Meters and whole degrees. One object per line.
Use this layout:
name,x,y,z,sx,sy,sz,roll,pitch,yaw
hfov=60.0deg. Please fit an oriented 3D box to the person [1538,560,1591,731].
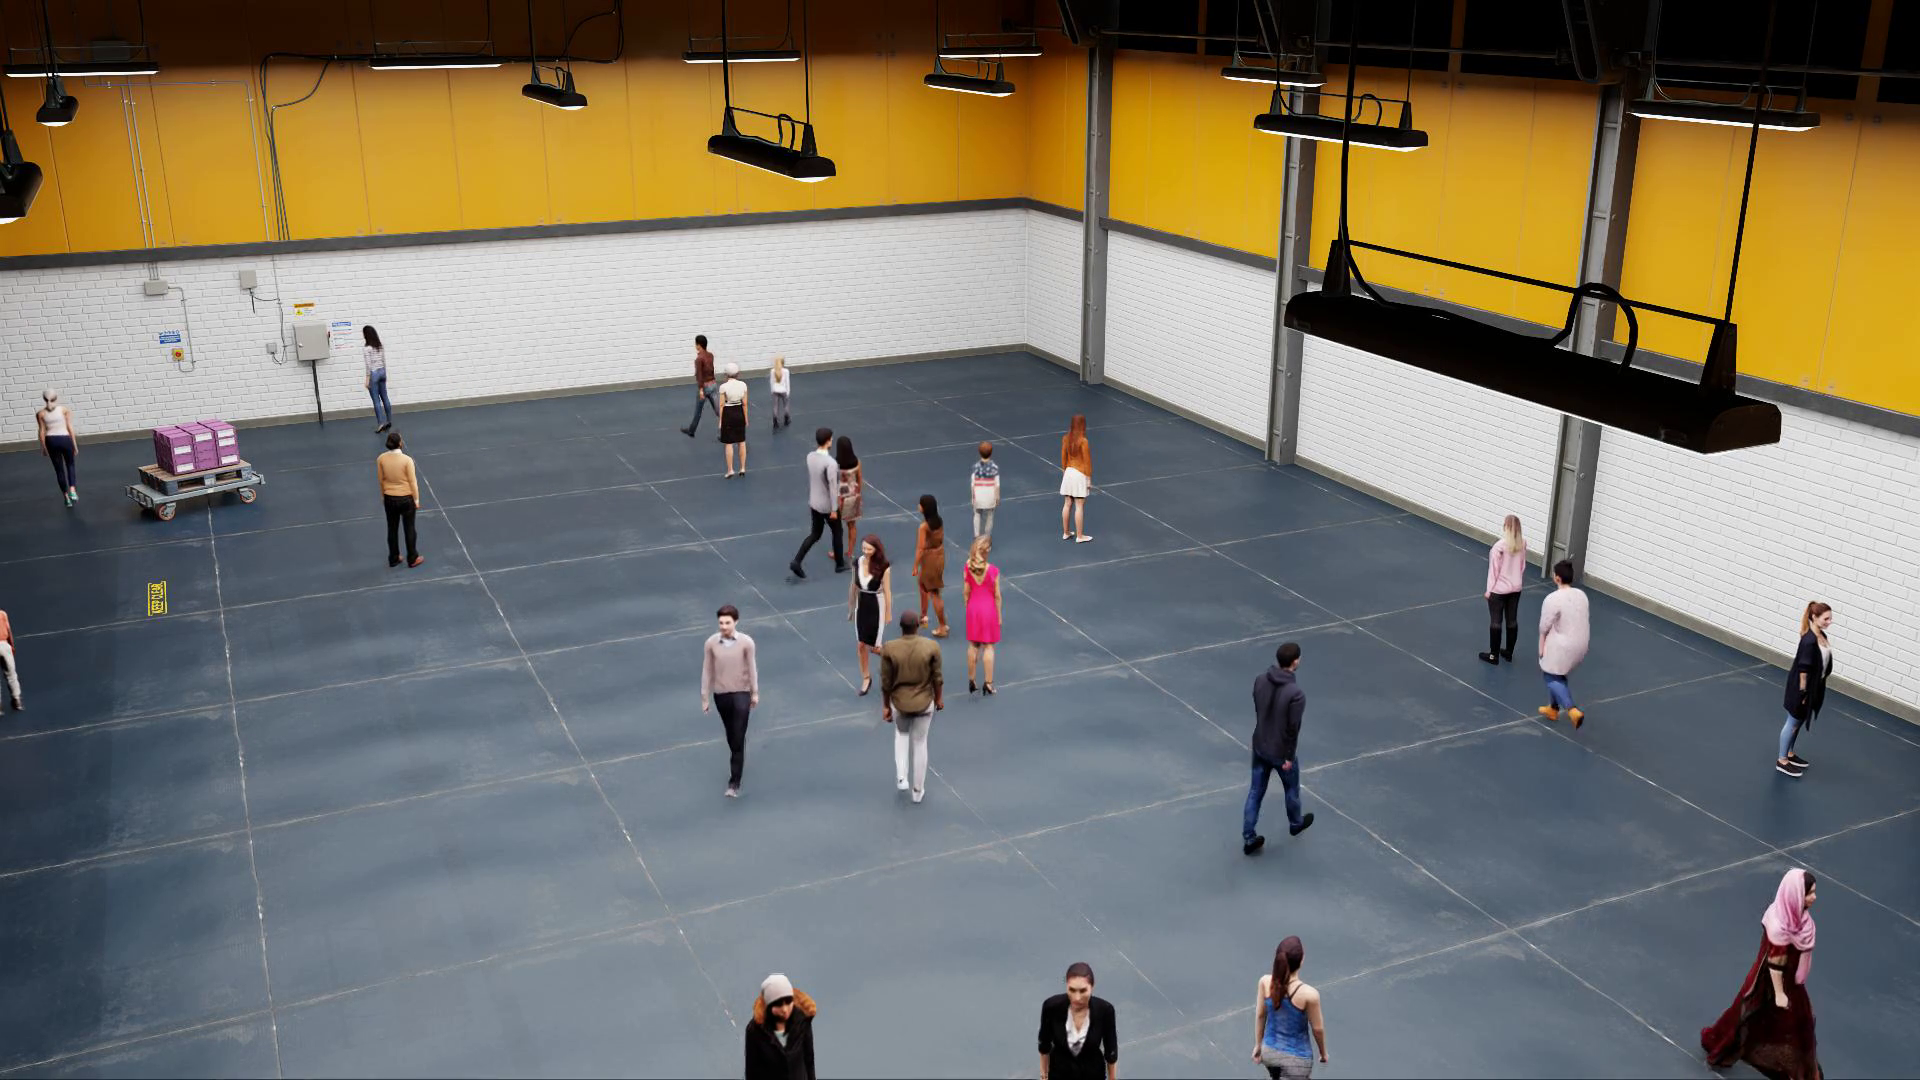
person,6.026,1.085,16.423,0.735,1.705,0.998,-6,20,-17

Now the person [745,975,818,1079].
person,-1.104,3.290,10.000,0.648,1.625,0.624,-6,20,-18

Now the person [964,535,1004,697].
person,0.225,0.775,17.308,0.649,1.728,0.729,10,21,26

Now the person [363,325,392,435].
person,-9.603,-2.648,27.367,0.709,1.794,0.675,9,21,25

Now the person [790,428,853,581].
person,-1.773,-0.433,20.605,1.064,1.913,1.240,-17,25,-41

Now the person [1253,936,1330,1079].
person,1.982,3.232,10.252,1.077,1.574,0.925,15,24,38

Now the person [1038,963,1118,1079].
person,0.710,3.260,10.053,0.768,1.649,0.816,1,19,2

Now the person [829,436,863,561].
person,-1.443,-0.534,21.327,0.667,1.643,0.575,-8,20,-22

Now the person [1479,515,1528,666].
person,5.942,0.528,18.105,0.610,1.687,0.557,-6,20,-19

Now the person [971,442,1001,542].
person,0.330,-0.569,21.773,0.651,1.424,0.717,2,19,7

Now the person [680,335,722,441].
person,-3.986,-2.386,26.708,1.271,1.718,1.123,11,21,29

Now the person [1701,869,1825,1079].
person,5.373,2.926,11.125,0.779,1.597,1.119,-13,23,-34

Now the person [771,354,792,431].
person,-3.002,-2.427,27.551,0.801,1.258,0.956,3,19,8

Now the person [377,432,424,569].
person,-7.113,-0.512,21.086,0.754,1.755,0.772,3,19,7

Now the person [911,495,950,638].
person,-0.232,0.314,18.771,0.867,1.668,0.798,8,20,23

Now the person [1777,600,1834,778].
person,7.923,1.373,15.602,0.688,1.684,0.706,17,25,41

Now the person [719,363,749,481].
person,-3.386,-1.779,24.858,0.625,1.749,0.555,-11,22,-30

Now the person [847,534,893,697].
person,-0.883,0.755,17.276,0.828,1.785,0.882,11,21,29

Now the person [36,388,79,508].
person,-12.714,-1.287,23.491,0.635,1.690,0.683,-10,21,-27

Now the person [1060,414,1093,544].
person,1.535,-0.827,22.073,0.634,1.723,0.760,17,25,40

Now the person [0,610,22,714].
person,-9.818,1.119,16.940,0.536,1.309,0.541,-16,24,-39

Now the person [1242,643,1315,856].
person,2.596,1.805,14.057,1.097,1.850,1.006,16,25,40

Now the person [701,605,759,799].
person,-2.088,1.423,15.336,1.035,1.757,1.270,1,19,4

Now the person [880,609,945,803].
person,-0.427,1.525,14.959,0.838,1.806,0.832,1,19,3
